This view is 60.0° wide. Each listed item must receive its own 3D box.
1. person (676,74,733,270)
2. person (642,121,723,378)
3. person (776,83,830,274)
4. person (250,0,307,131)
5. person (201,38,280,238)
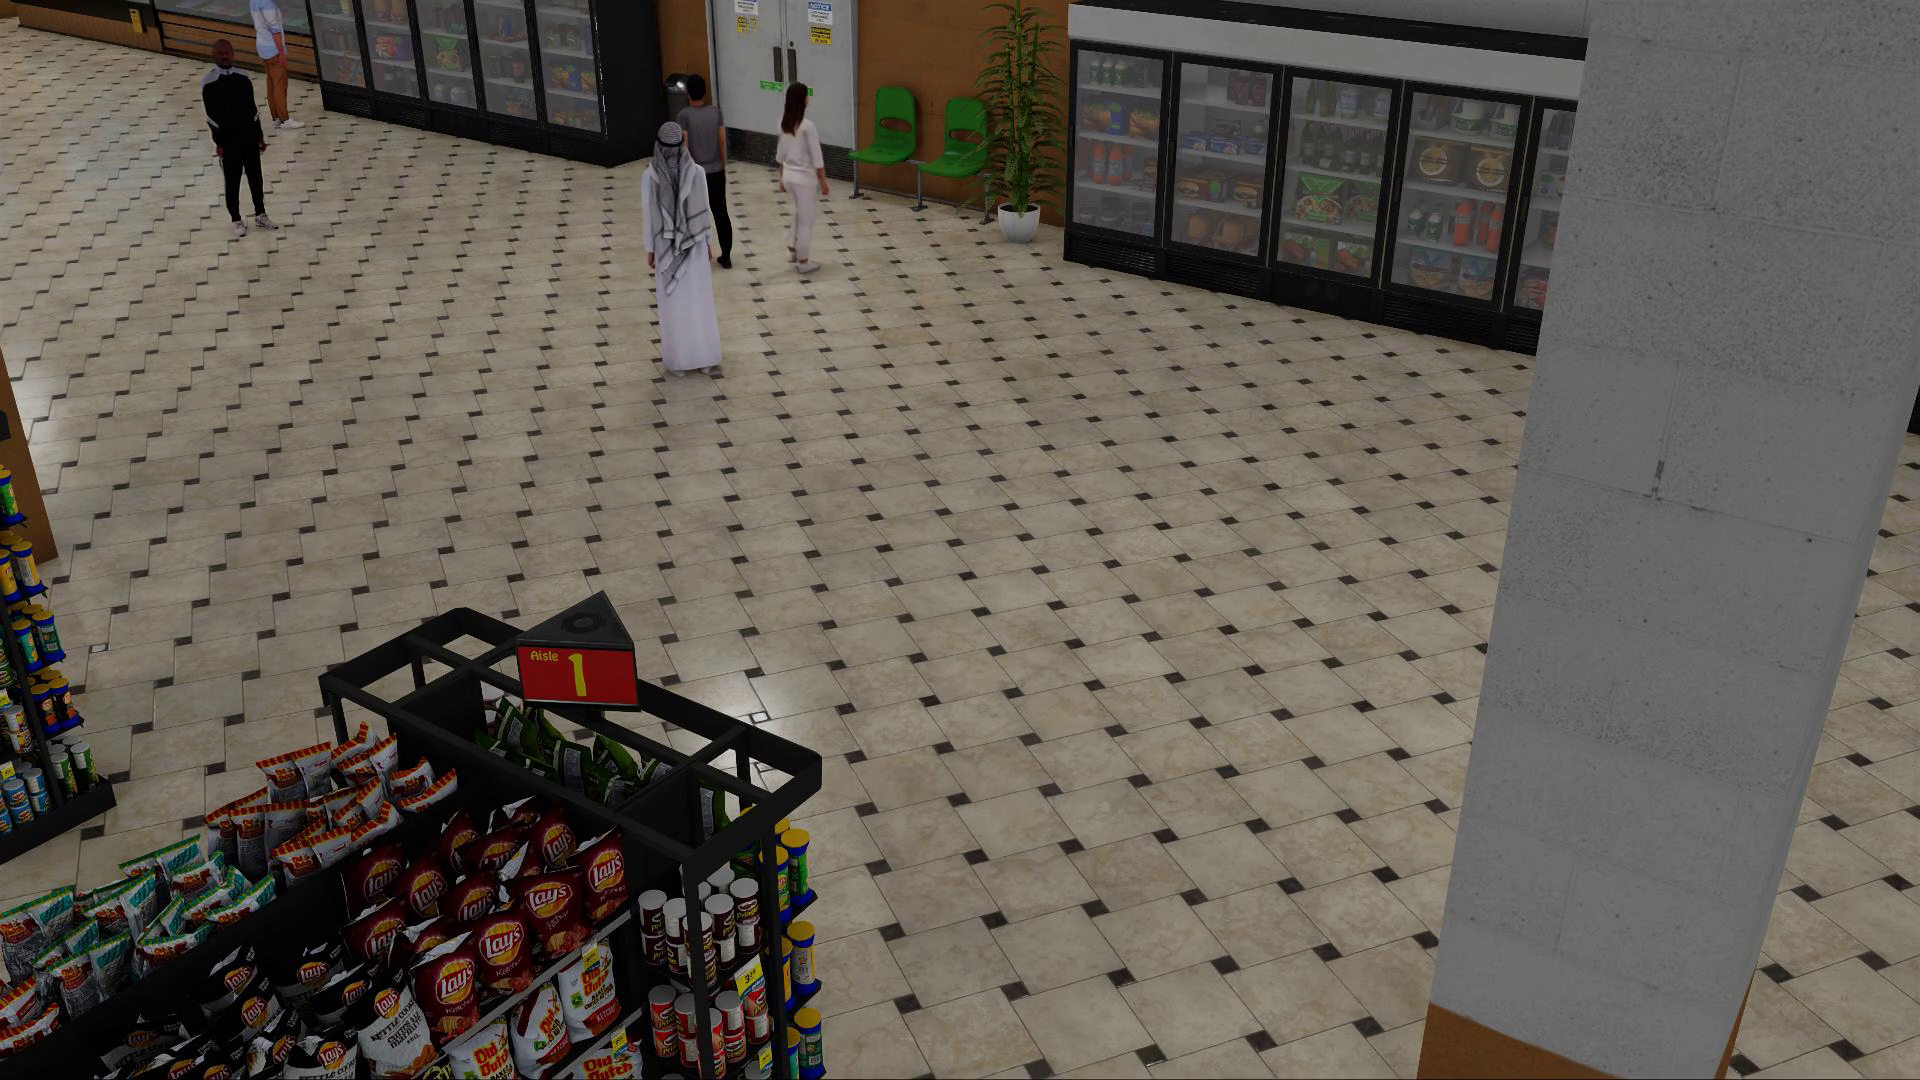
[{"bbox_3d":[-2.284,-3.264,14.820,0.601,1.754,0.747,-18,32,-31],"label":"person"},{"bbox_3d":[-2.097,-2.174,12.480,0.774,1.927,0.858,-9,28,-17],"label":"person"},{"bbox_3d":[-1.453,-3.175,14.724,0.650,1.681,0.617,24,35,39],"label":"person"},{"bbox_3d":[-8.219,-5.865,19.870,0.647,1.825,0.740,-21,34,-36],"label":"person"},{"bbox_3d":[-6.949,-3.884,15.959,0.752,1.829,0.552,24,36,39],"label":"person"}]
